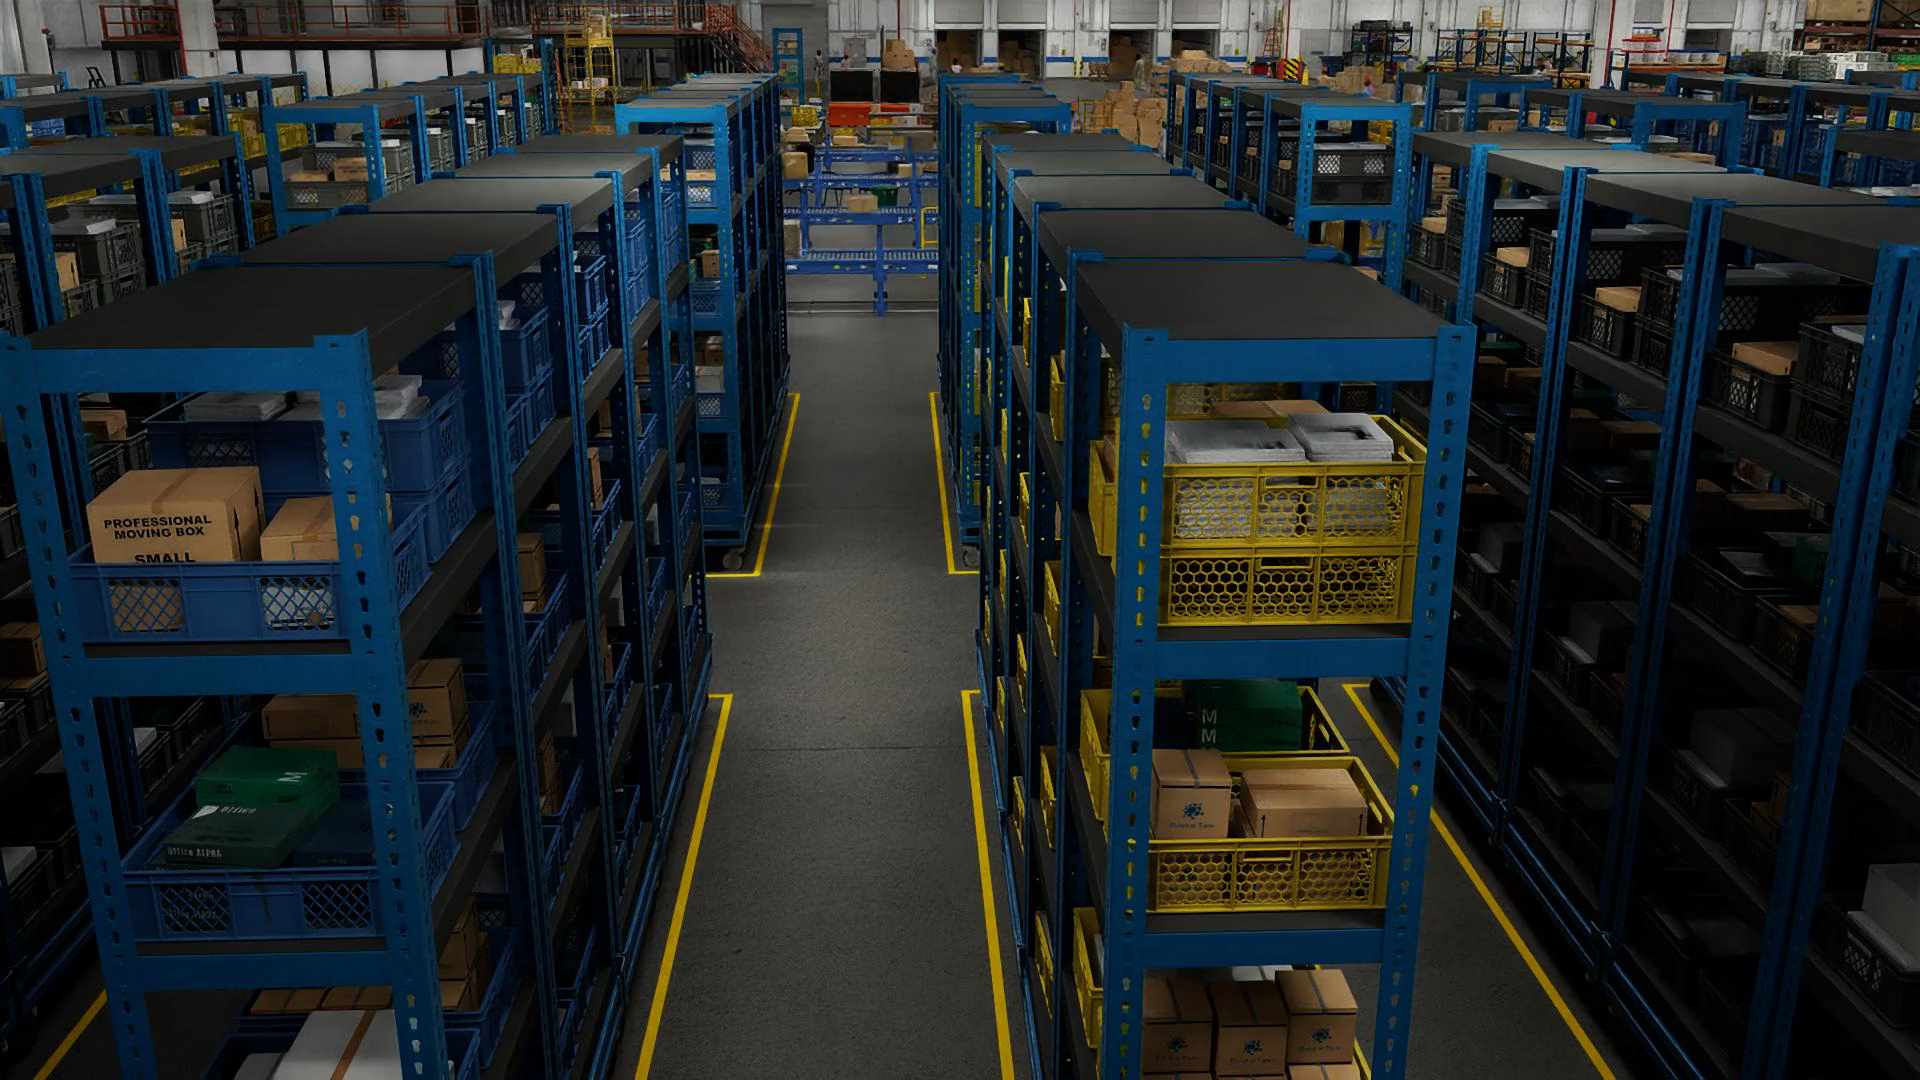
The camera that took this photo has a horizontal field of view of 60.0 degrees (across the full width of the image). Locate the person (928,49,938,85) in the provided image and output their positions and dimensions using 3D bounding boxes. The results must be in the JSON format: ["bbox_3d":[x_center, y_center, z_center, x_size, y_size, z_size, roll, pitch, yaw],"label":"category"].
[{"bbox_3d":[-1.458,-25.702,90.353,0.670,1.907,0.636,-2,18,-7],"label":"person"}]

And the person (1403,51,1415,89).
[{"bbox_3d":[23.273,-24.236,85.846,0.595,1.903,0.863,-15,23,-38],"label":"person"}]

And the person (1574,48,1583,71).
[{"bbox_3d":[34.074,-26.094,91.567,0.637,1.911,0.413,-6,19,-17],"label":"person"}]

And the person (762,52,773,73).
[{"bbox_3d":[-9.884,-24.081,85.385,0.582,1.865,1.032,0,18,2],"label":"person"}]

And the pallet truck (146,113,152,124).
[{"bbox_3d":[-18.087,-8.309,36.390,1.885,1.965,0.823,-1,18,-4],"label":"pallet truck"}]

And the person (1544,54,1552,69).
[{"bbox_3d":[31.495,-25.175,89.115,0.850,1.663,0.525,-12,22,-33],"label":"person"}]

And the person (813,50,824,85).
[{"bbox_3d":[-7.673,-25.709,90.490,0.625,1.841,0.429,-11,21,-31],"label":"person"}]

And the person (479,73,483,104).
[{"bbox_3d":[-17.346,-15.994,60.413,0.505,1.847,0.349,-14,23,-37],"label":"person"}]

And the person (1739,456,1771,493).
[{"bbox_3d":[6.083,-0.656,12.713,0.390,1.991,0.625,12,21,33],"label":"person"}]

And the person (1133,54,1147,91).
[{"bbox_3d":[9.062,-23.623,84.032,0.802,1.847,0.524,5,18,14],"label":"person"}]

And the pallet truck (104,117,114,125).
[{"bbox_3d":[-18.367,-7.885,35.078,1.885,1.965,0.823,1,18,2],"label":"pallet truck"}]

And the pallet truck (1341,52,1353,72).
[{"bbox_3d":[18.794,-23.123,82.231,0.823,1.965,1.885,-13,22,-35],"label":"pallet truck"}]

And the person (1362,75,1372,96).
[{"bbox_3d":[14.106,-15.049,57.386,0.609,1.911,0.587,1,18,2],"label":"person"}]

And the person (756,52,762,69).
[{"bbox_3d":[-10.486,-24.406,86.448,0.886,1.854,0.581,5,18,14],"label":"person"}]

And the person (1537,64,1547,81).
[{"bbox_3d":[24.159,-18.838,69.199,0.510,1.860,0.325,-9,20,-25],"label":"person"}]

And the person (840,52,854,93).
[{"bbox_3d":[-5.635,-23.214,82.568,0.657,1.953,0.973,1,18,4],"label":"person"}]

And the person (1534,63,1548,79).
[{"bbox_3d":[24.734,-19.428,71.014,0.573,1.860,0.738,15,23,39],"label":"person"}]

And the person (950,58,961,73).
[{"bbox_3d":[-0.199,-21.051,76.024,0.601,1.878,0.975,-14,23,-37],"label":"person"}]

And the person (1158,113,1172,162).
[{"bbox_3d":[4.834,-9.063,38.988,0.404,1.829,0.600,8,19,22],"label":"person"}]

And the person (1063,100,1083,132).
[{"bbox_3d":[2.684,-9.737,40.764,0.631,2.024,0.558,-2,18,-6],"label":"person"}]

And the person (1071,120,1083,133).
[{"bbox_3d":[2.493,-8.055,35.777,0.673,1.881,0.785,2,18,7],"label":"person"}]

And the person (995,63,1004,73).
[{"bbox_3d":[1.816,-20.633,75.011,0.500,1.680,0.873,-7,19,-21],"label":"person"}]

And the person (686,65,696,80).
[{"bbox_3d":[-10.817,-18.249,67.364,0.629,1.862,0.994,14,23,37],"label":"person"}]

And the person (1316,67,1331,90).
[{"bbox_3d":[14.179,-17.485,64.916,0.580,1.910,0.764,6,19,17],"label":"person"}]

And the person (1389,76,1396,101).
[{"bbox_3d":[15.956,-16.143,61.029,0.534,1.748,0.548,2,18,7],"label":"person"}]

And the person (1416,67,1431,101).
[{"bbox_3d":[17.975,-17.308,64.371,0.985,1.897,0.742,-2,18,-8],"label":"person"}]

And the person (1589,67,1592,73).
[{"bbox_3d":[30.313,-22.213,79.347,0.539,2.000,0.688,10,20,28],"label":"person"}]

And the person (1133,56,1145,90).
[{"bbox_3d":[9.099,-23.876,84.891,0.898,1.788,0.645,10,20,27],"label":"person"}]

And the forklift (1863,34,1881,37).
[{"bbox_3d":[45.817,-24.194,84.132,1.129,2.768,1.873,12,21,33],"label":"forklift"}]

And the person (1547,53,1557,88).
[{"bbox_3d":[29.739,-23.420,83.309,0.655,1.903,0.910,-16,24,-41],"label":"person"}]
